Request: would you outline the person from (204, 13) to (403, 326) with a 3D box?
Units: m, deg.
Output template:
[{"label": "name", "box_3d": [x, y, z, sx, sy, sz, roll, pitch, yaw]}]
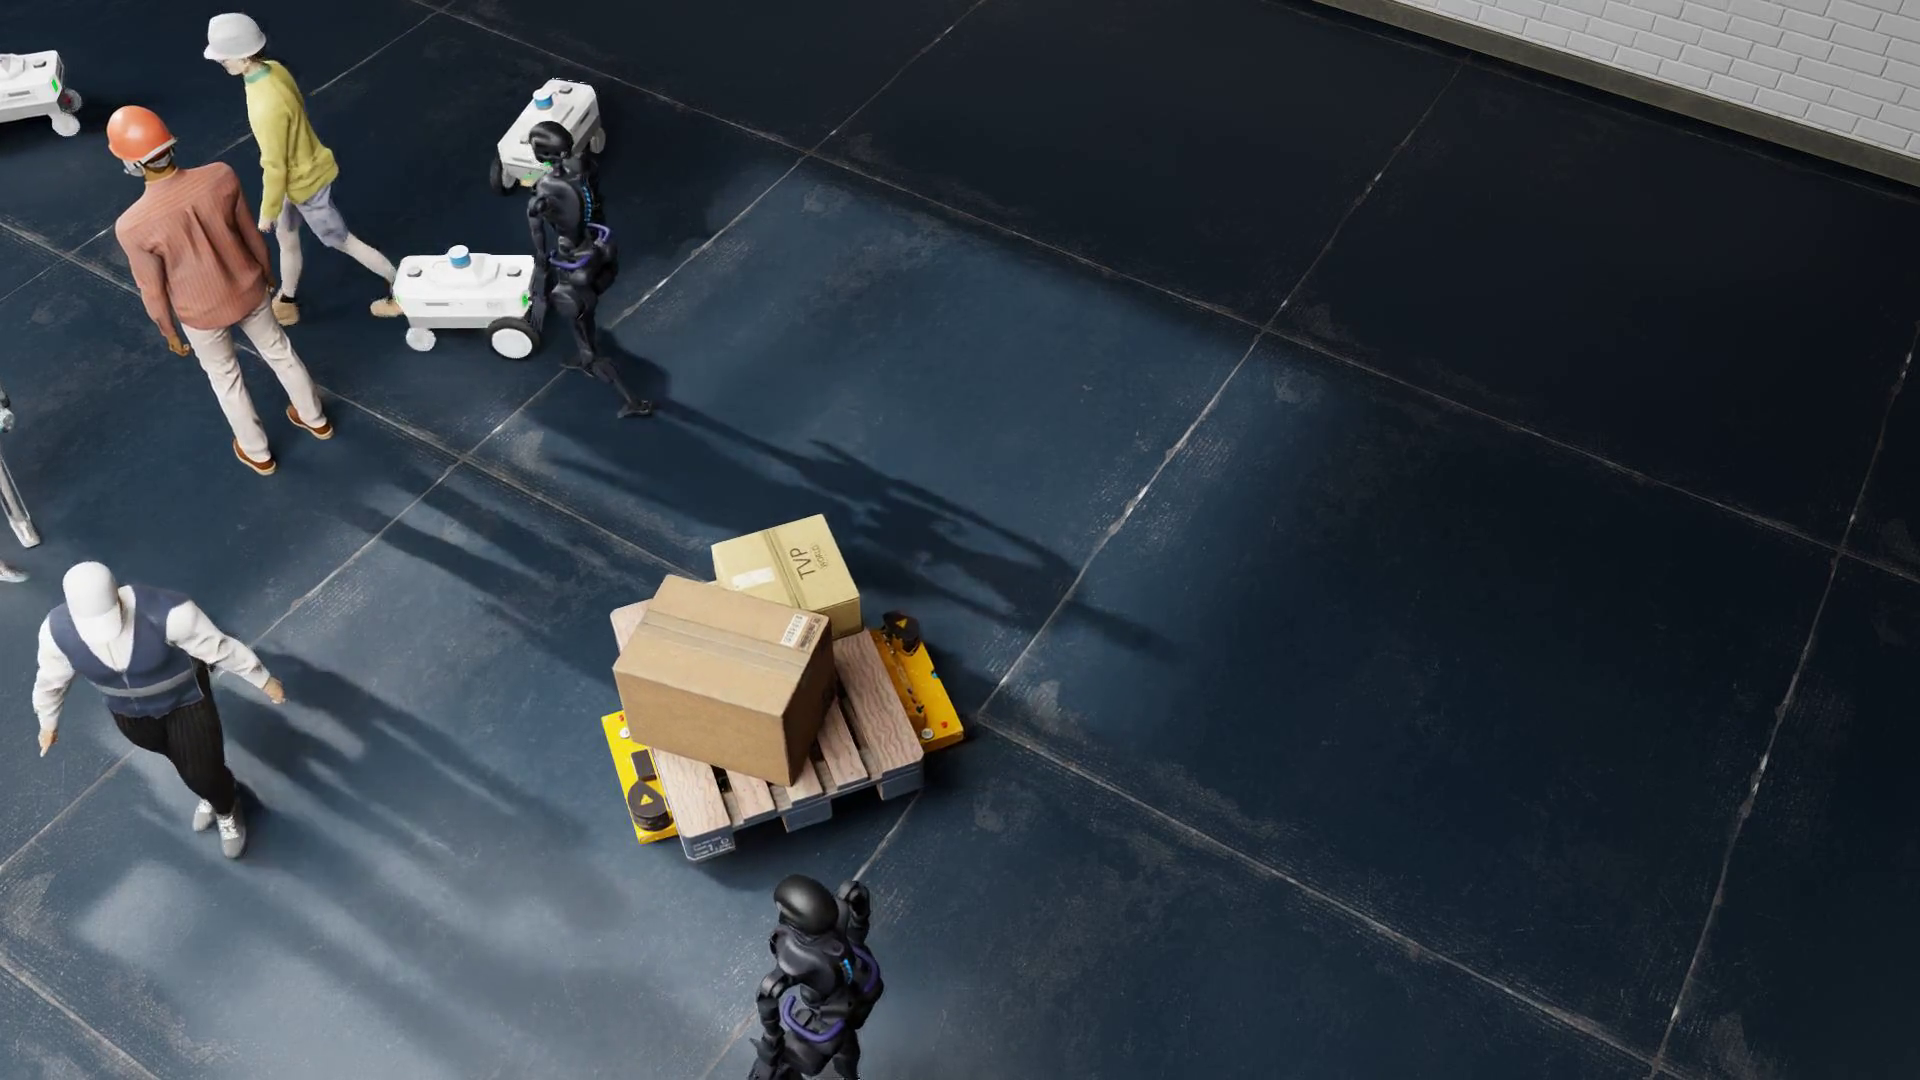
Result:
[{"label": "person", "box_3d": [-3.346, -1.810, 8.361, 0.957, 1.848, 0.473, -16, 51, -14]}]

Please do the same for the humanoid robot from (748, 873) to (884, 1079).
[{"label": "humanoid robot", "box_3d": [-0.464, 1.542, 5.528, 0.347, 1.647, 0.602, 28, 54, 22]}]

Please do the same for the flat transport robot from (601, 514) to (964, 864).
[{"label": "flat transport robot", "box_3d": [-0.765, 0.782, 7.132, 1.431, 0.231, 0.659, -17, 51, -14]}]

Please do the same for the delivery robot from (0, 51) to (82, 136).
[{"label": "delivery robot", "box_3d": [-5.738, -2.664, 9.956, 0.789, 0.598, 0.499, -13, 50, -11]}]

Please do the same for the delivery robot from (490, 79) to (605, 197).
[{"label": "delivery robot", "box_3d": [-2.376, -2.336, 9.662, 0.499, 0.587, 0.787, 12, 50, 11]}]

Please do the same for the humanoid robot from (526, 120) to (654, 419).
[{"label": "humanoid robot", "box_3d": [-1.843, -1.299, 8.046, 0.663, 1.648, 0.601, 18, 51, 15]}]

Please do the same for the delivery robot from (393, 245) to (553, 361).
[{"label": "delivery robot", "box_3d": [-2.559, -1.283, 8.751, 0.804, 0.600, 0.499, 0, 49, 0]}]

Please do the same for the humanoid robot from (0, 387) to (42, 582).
[{"label": "humanoid robot", "box_3d": [-4.548, -0.577, 7.338, 0.679, 1.775, 0.547, 33, 56, 25]}]

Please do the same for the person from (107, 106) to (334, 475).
[{"label": "person", "box_3d": [-3.434, -1.127, 7.666, 0.401, 1.986, 0.619, 35, 57, 26]}]

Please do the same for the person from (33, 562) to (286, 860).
[{"label": "person", "box_3d": [-3.024, 0.630, 6.295, 0.870, 1.721, 0.551, -5, 49, -4]}]
